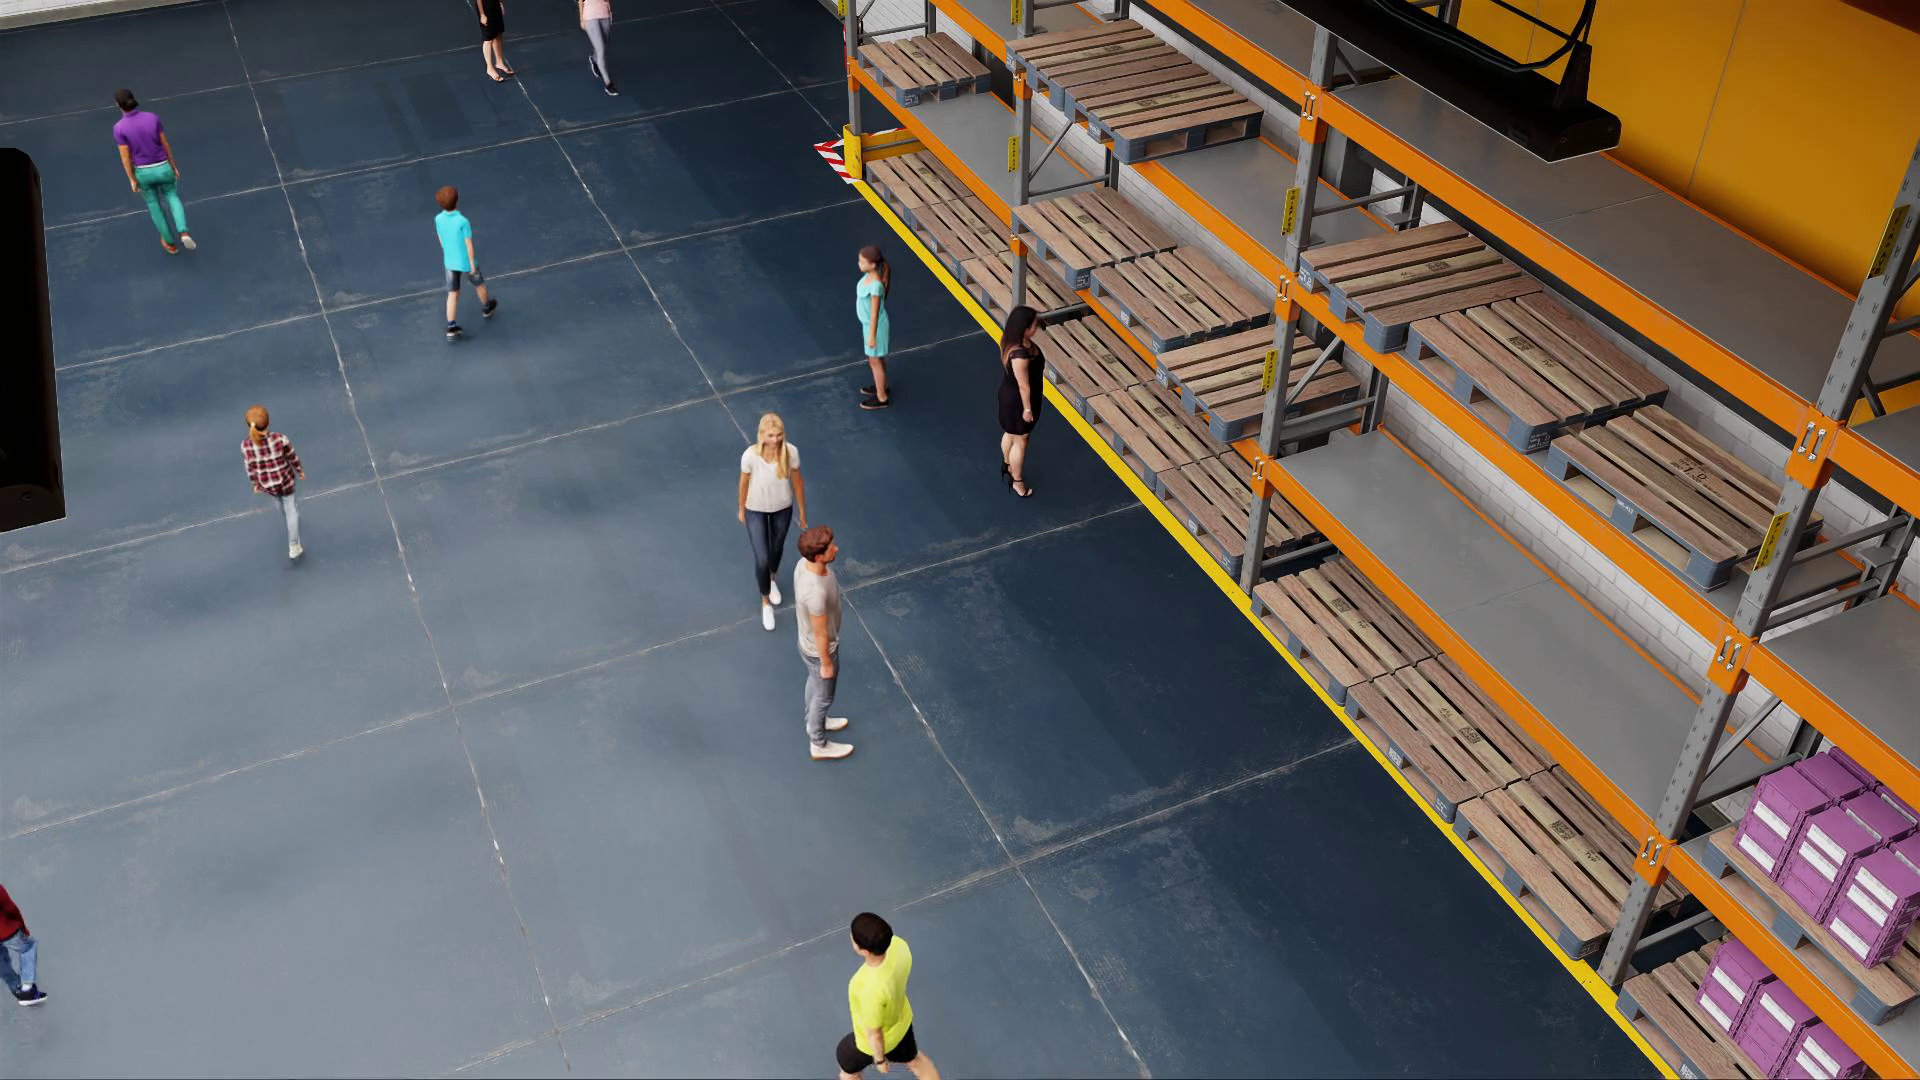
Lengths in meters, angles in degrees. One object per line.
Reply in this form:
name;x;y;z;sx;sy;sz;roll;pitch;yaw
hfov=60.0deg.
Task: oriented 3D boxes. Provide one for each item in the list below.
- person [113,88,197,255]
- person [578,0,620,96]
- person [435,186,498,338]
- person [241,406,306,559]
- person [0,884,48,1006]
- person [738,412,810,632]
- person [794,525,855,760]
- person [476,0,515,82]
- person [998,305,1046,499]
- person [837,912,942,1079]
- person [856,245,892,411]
person;-7.954;-3.602;16.465;0.729;1.755;0.895;-26;45;-29
person;-4.354;-6.222;19.788;0.673;1.702;1.097;-24;44;-27
person;-4.678;-2.554;15.425;0.889;1.415;1.023;8;39;9
person;-5.296;-0.440;12.883;0.657;1.283;0.949;-8;39;-10
person;-5.538;2.272;9.518;0.553;1.245;0.618;-9;39;-11
person;-1.437;-0.259;12.256;0.628;1.783;0.797;-13;40;-15
person;-0.935;0.673;11.000;0.764;1.894;0.606;-4;39;-5
person;-5.658;-6.387;19.962;0.716;1.743;0.655;13;40;15
person;0.469;-1.123;13.391;0.754;1.717;0.601;-8;39;-10
person;-0.328;2.572;8.801;1.180;1.671;1.060;17;42;20
person;-0.734;-1.874;14.458;0.683;1.560;0.580;-1;39;-1
